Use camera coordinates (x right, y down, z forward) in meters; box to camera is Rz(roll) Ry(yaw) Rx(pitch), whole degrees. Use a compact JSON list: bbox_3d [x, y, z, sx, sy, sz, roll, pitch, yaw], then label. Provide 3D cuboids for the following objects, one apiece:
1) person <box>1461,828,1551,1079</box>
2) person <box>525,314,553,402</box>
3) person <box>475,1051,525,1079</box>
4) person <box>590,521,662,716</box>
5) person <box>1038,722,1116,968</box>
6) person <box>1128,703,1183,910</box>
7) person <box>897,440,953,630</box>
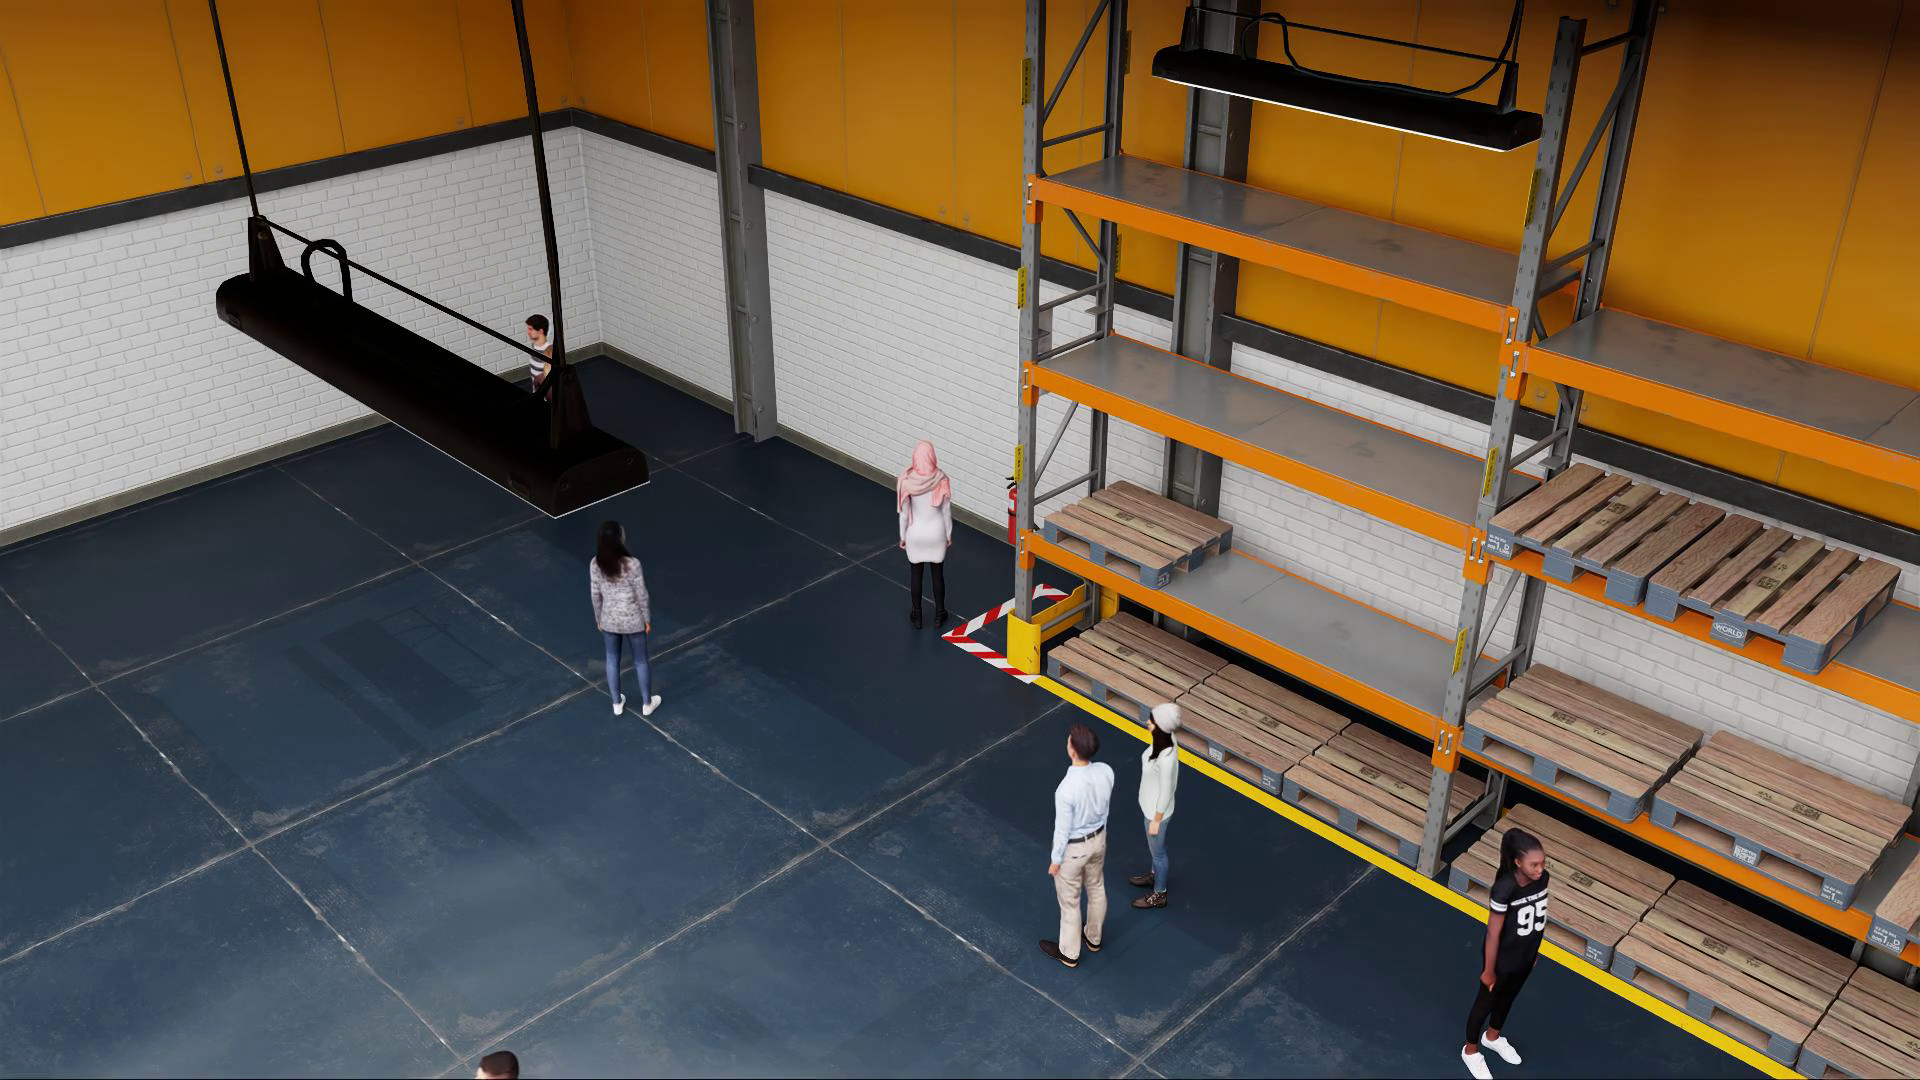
[{"bbox_3d":[3.312,2.489,10.026,0.657,1.729,0.628,-18,33,-29],"label":"person"},{"bbox_3d":[-4.219,-1.452,17.122,0.719,1.852,0.467,-23,36,-36],"label":"person"},{"bbox_3d":[-2.261,3.284,8.536,0.752,1.760,0.613,-11,30,-19],"label":"person"},{"bbox_3d":[-2.729,0.636,13.420,0.663,1.732,0.746,3,29,5],"label":"person"},{"bbox_3d":[0.780,1.986,10.824,0.661,1.848,0.628,-21,35,-33],"label":"person"},{"bbox_3d":[1.352,1.801,11.377,0.692,1.644,0.640,1,29,2],"label":"person"},{"bbox_3d":[-0.301,-0.047,14.598,0.739,1.803,0.793,-1,29,-2],"label":"person"}]
